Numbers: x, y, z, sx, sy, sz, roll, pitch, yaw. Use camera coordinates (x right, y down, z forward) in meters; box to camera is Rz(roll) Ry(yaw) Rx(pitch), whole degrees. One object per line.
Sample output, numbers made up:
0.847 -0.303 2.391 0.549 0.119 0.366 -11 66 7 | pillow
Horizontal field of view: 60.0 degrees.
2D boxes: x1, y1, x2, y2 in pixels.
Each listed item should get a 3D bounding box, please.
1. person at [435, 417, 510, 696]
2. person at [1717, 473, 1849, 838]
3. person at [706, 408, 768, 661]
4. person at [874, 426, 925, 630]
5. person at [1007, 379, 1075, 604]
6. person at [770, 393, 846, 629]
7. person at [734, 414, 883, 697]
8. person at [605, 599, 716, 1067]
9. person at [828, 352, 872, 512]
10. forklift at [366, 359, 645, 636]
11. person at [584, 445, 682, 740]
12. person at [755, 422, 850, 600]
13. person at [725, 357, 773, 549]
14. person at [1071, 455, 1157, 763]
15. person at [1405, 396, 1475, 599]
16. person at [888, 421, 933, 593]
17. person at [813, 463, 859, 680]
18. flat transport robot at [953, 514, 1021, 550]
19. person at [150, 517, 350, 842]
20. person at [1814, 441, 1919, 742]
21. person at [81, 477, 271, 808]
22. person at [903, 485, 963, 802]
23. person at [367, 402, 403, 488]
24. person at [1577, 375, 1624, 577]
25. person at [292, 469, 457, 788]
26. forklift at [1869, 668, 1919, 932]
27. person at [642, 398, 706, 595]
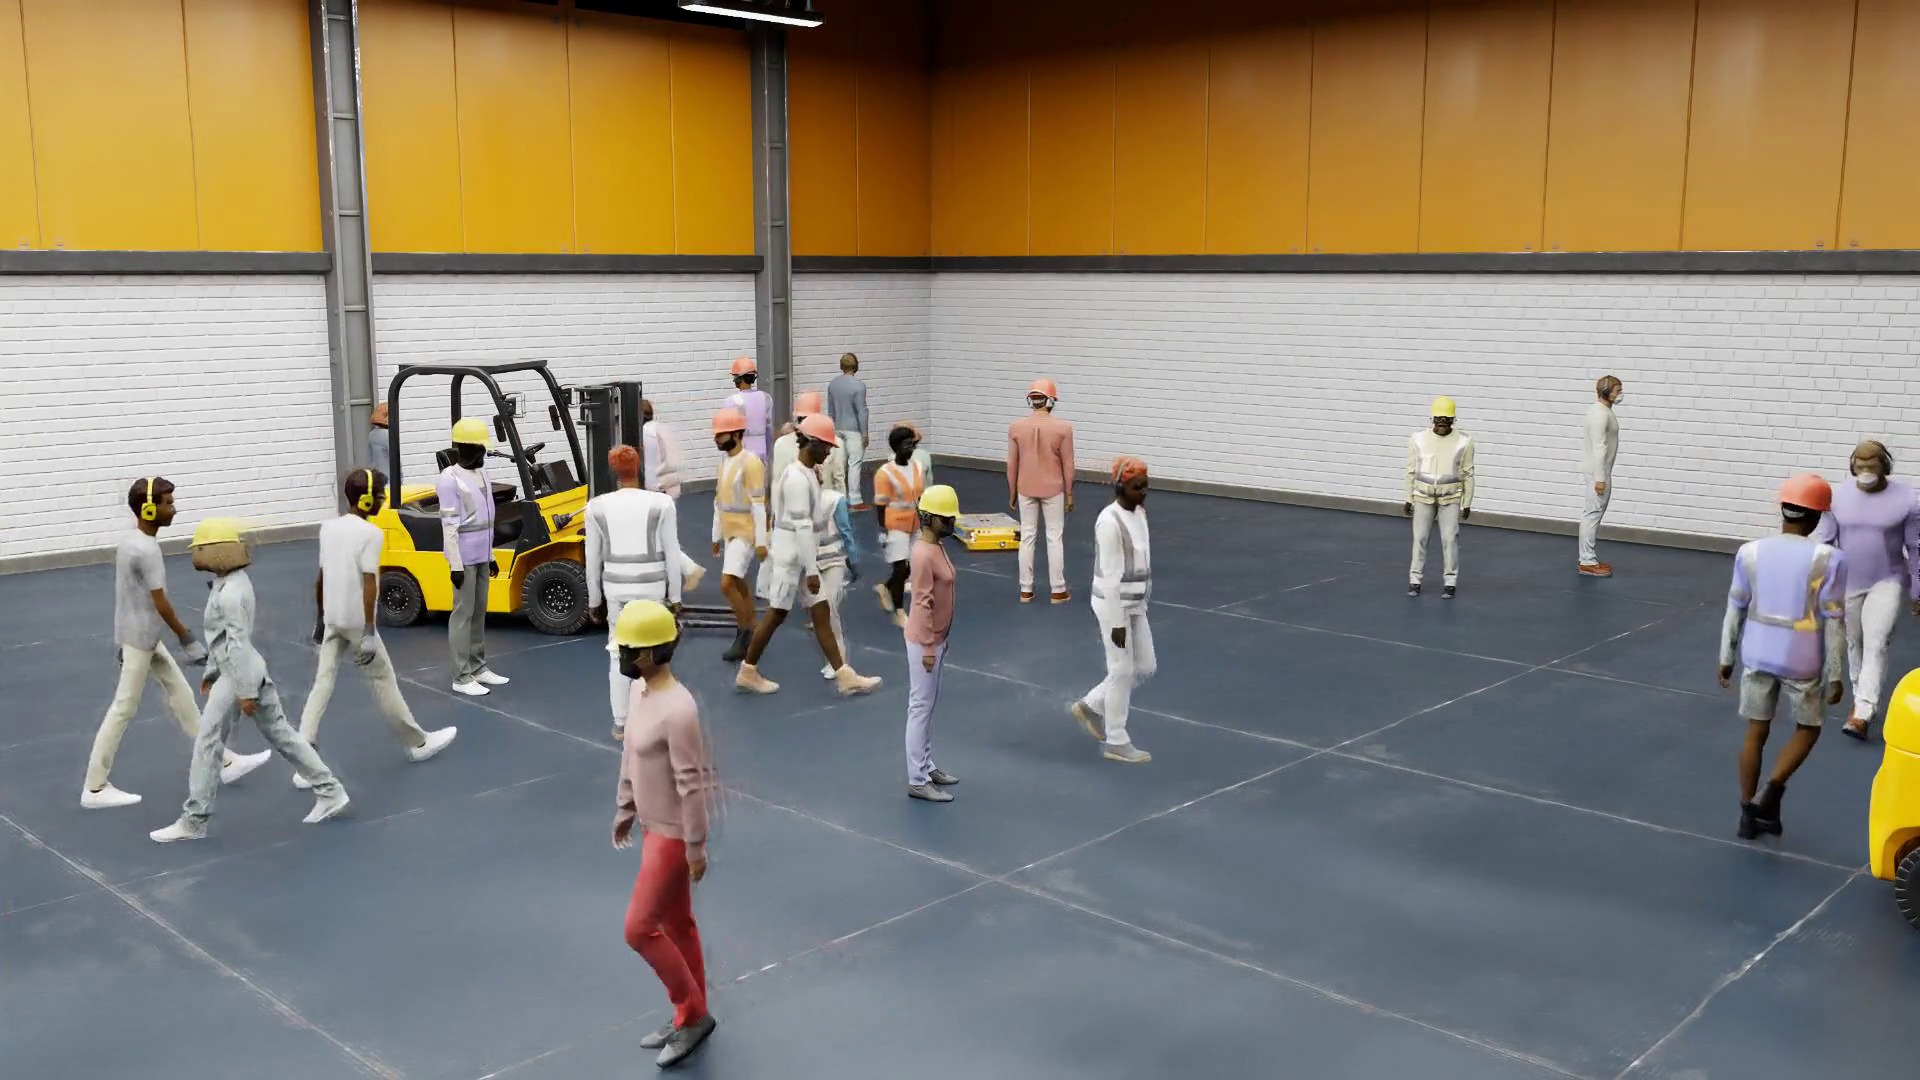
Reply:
-3.402 0.107 11.601 0.362 1.928 0.587 2 9 9 | person
4.201 0.615 8.517 0.509 1.918 0.624 -9 13 -44 | person
-1.714 -0.034 12.490 0.549 1.914 0.583 -7 11 -35 | person
-0.522 -0.109 13.661 0.518 1.679 0.539 8 12 41 | person
0.725 -0.428 14.707 0.609 1.984 0.399 3 10 17 | person
-1.264 -0.287 13.996 0.622 1.943 1.030 1 9 5 | person
-1.092 0.120 11.422 1.050 1.965 0.621 1 9 5 | person
-1.110 1.078 6.185 0.404 1.753 0.536 -4 10 -24 | person
-1.338 -1.312 20.262 0.635 1.939 0.359 9 13 43 | person
-3.850 -0.407 13.936 2.313 2.155 1.214 2 9 11 | forklift
-2.031 0.353 10.340 0.594 1.882 0.448 0 9 -1 | person
-1.443 -0.245 14.776 0.856 1.594 0.542 1 9 8 | person
-2.218 -0.878 17.283 0.386 2.045 0.605 8 12 40 | person
0.931 0.412 9.937 0.492 1.870 0.582 5 10 28 | person
4.296 -0.380 14.925 0.598 1.824 0.403 4 10 24 | person
-0.441 -0.258 14.867 0.519 1.597 0.570 -9 13 -42 | person
-1.012 0.197 12.014 0.538 1.599 0.514 4 10 24 | person
0.290 -0.107 17.980 0.652 0.197 1.431 -2 9 -12 | flat transport robot
-3.708 0.709 8.666 0.948 1.685 0.477 -3 10 -16 | person
5.723 0.309 10.506 0.642 1.875 1.000 8 12 40 | person
-4.403 0.557 9.184 1.016 1.811 0.488 -4 10 -25 | person
-0.144 0.566 9.305 0.327 1.761 0.522 1 9 7 | person
-5.687 -0.552 16.537 0.497 1.634 0.279 8 12 41 | person
6.182 -0.628 16.075 0.352 1.937 0.635 4 10 21 | person
-3.530 0.488 9.680 0.604 1.798 0.999 4 10 24 | person
5.205 0.723 7.013 2.313 2.155 1.214 9 13 43 | forklift
-2.653 -0.366 14.877 0.676 1.808 0.660 0 9 3 | person
